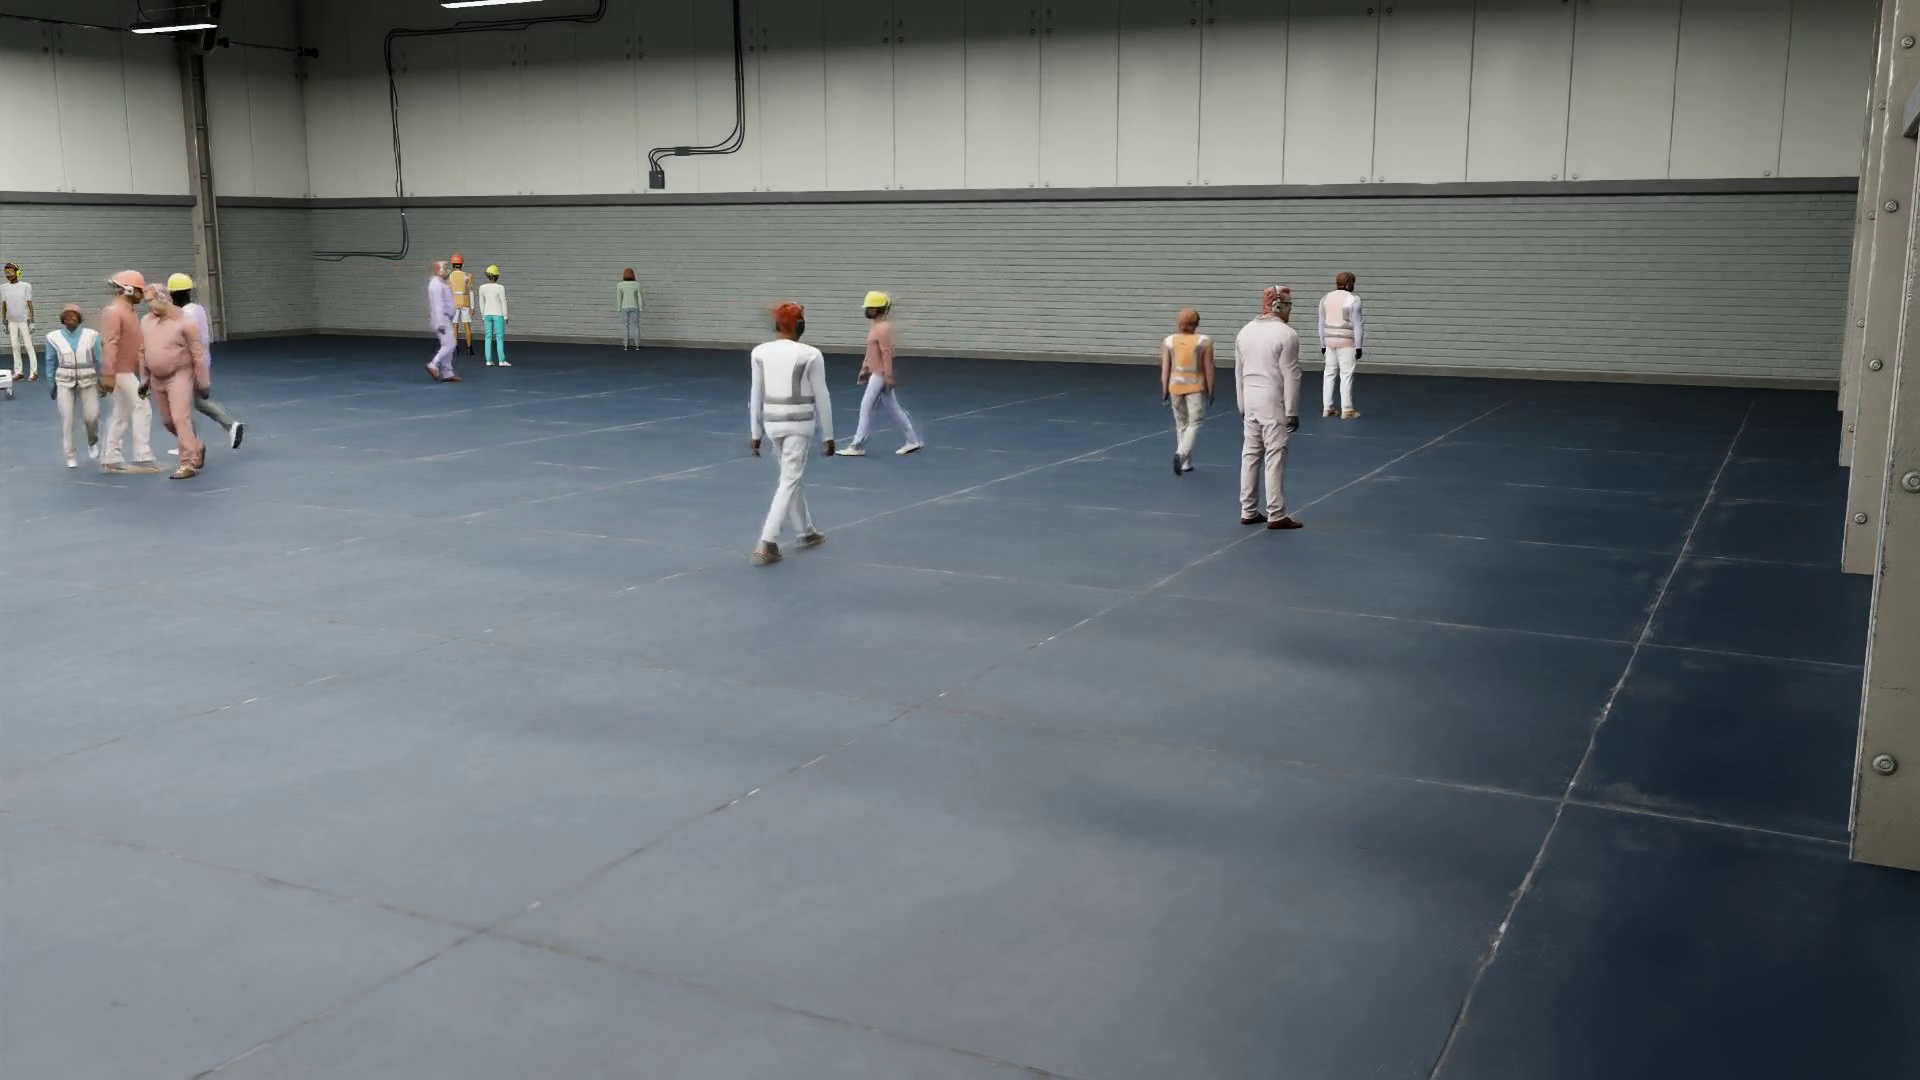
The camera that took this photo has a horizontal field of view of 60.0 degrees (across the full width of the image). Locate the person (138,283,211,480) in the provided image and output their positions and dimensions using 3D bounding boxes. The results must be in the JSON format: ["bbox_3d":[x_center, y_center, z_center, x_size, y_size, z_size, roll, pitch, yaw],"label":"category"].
[{"bbox_3d":[-7.519,-1.546,16.003,0.660,1.861,0.798,3,11,17],"label":"person"}]

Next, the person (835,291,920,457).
[{"bbox_3d":[-0.832,-1.729,17.365,0.919,1.722,0.527,-1,10,-8],"label":"person"}]

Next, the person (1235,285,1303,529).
[{"bbox_3d":[2.453,-1.041,13.099,0.400,1.905,0.643,-6,12,-31],"label":"person"}]

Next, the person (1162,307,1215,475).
[{"bbox_3d":[2.167,-1.427,15.955,0.521,1.613,0.710,6,12,29],"label":"person"}]

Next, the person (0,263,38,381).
[{"bbox_3d":[-14.917,-3.448,26.349,0.509,1.863,0.311,0,10,-2],"label":"person"}]

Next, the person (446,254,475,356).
[{"bbox_3d":[-9.569,-4.494,31.817,0.551,1.941,0.340,-3,11,-16],"label":"person"}]

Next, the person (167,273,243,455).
[{"bbox_3d":[-7.961,-1.828,17.372,0.672,1.909,0.612,0,10,-1],"label":"person"}]

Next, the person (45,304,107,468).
[{"bbox_3d":[-8.793,-1.539,16.565,0.551,1.621,0.438,-6,12,-29],"label":"person"}]

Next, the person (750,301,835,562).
[{"bbox_3d":[-1.218,-0.784,11.887,0.593,1.841,0.990,5,12,26],"label":"person"}]

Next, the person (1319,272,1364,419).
[{"bbox_3d":[4.824,-2.454,20.978,0.429,1.839,0.634,-9,14,-39],"label":"person"}]

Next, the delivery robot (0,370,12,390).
[{"bbox_3d":[-13.495,-2.231,23.007,0.477,0.478,0.707,2,11,10],"label":"delivery robot"}]

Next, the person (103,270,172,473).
[{"bbox_3d":[-7.995,-1.621,16.117,0.768,1.951,0.642,-3,11,-15],"label":"person"}]

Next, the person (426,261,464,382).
[{"bbox_3d":[-8.077,-3.412,26.030,0.443,1.893,0.674,-2,11,-9],"label":"person"}]

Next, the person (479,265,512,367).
[{"bbox_3d":[-8.161,-3.919,29.167,0.523,1.769,0.309,3,11,16],"label":"person"}]

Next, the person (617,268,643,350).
[{"bbox_3d":[-6.630,-4.635,33.431,0.507,1.631,0.274,-1,10,-7],"label":"person"}]
